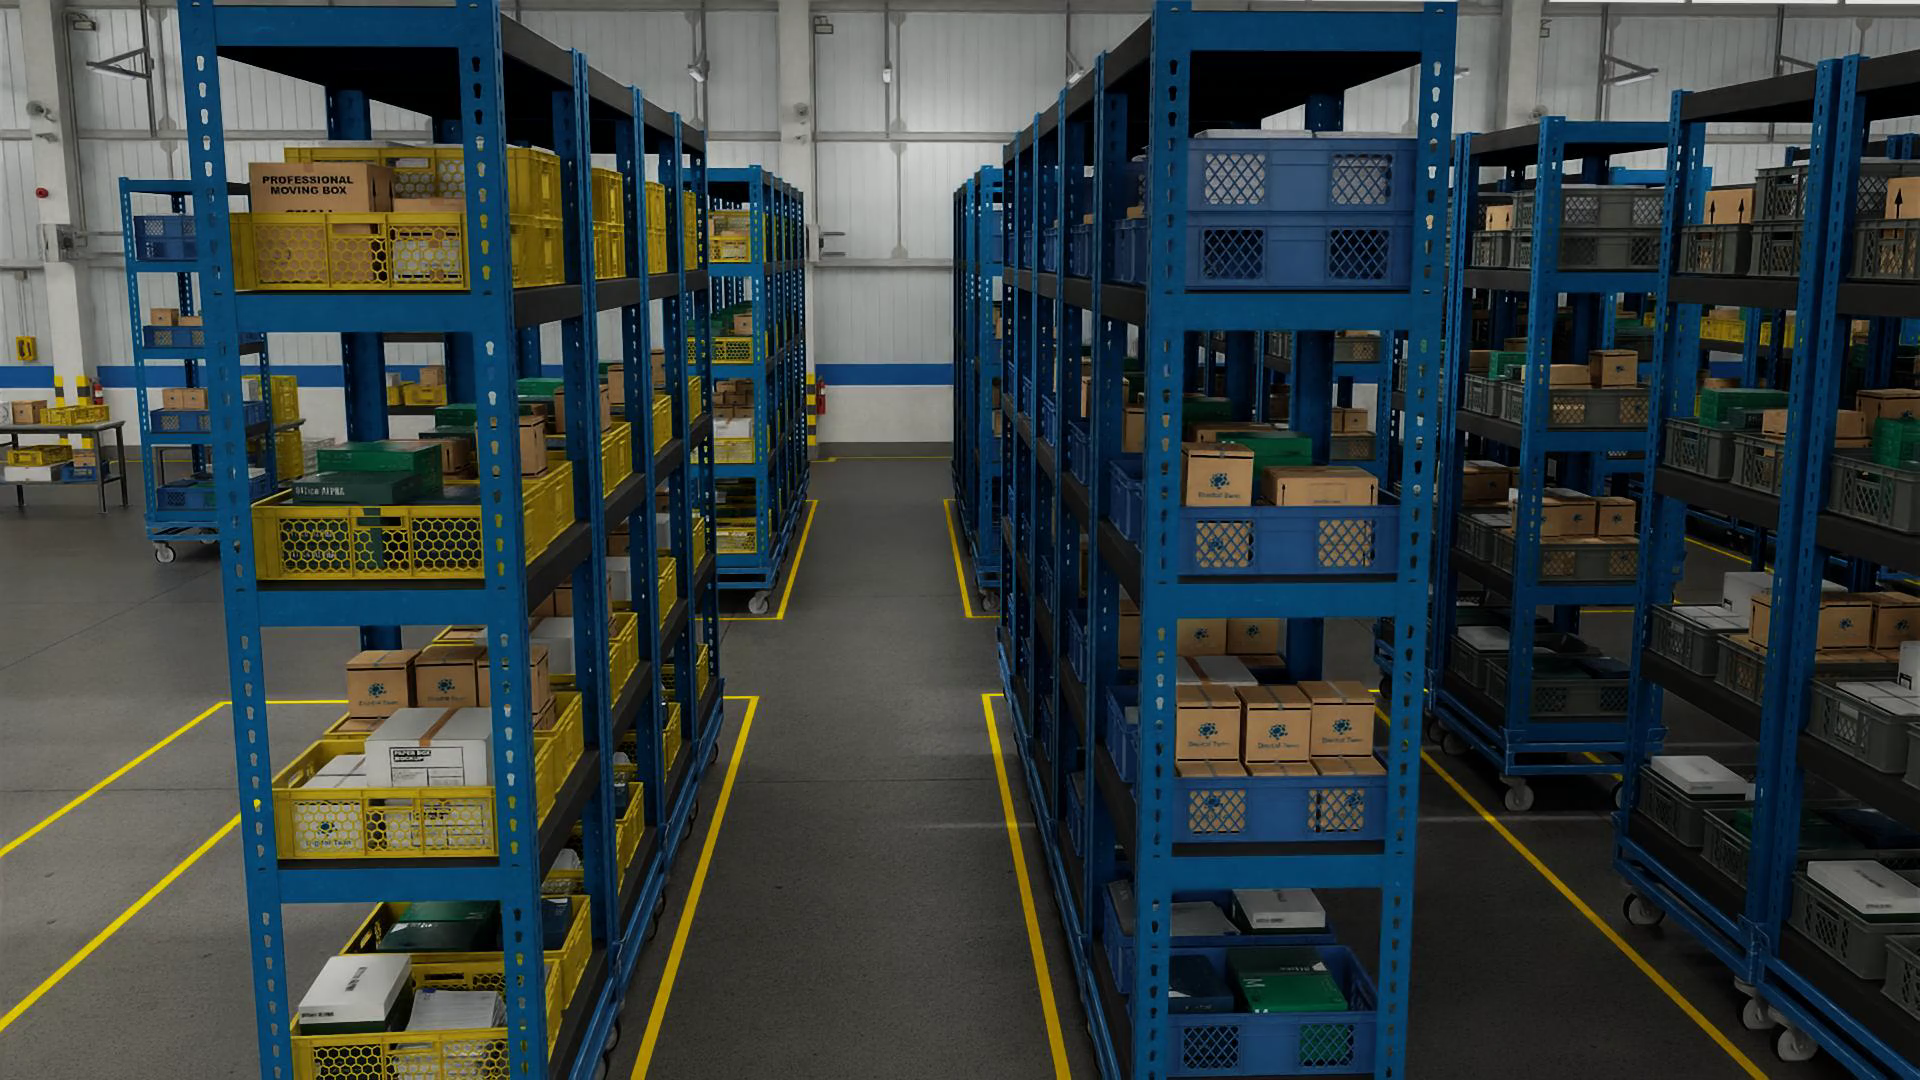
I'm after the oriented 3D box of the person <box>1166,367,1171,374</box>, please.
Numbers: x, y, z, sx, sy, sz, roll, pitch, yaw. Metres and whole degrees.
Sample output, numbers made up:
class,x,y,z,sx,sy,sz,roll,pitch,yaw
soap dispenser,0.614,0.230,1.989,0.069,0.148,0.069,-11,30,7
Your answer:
class,x,y,z,sx,sy,sz,roll,pitch,yaw
person,2.914,-1.718,21.708,1.004,1.779,0.571,0,10,-1
